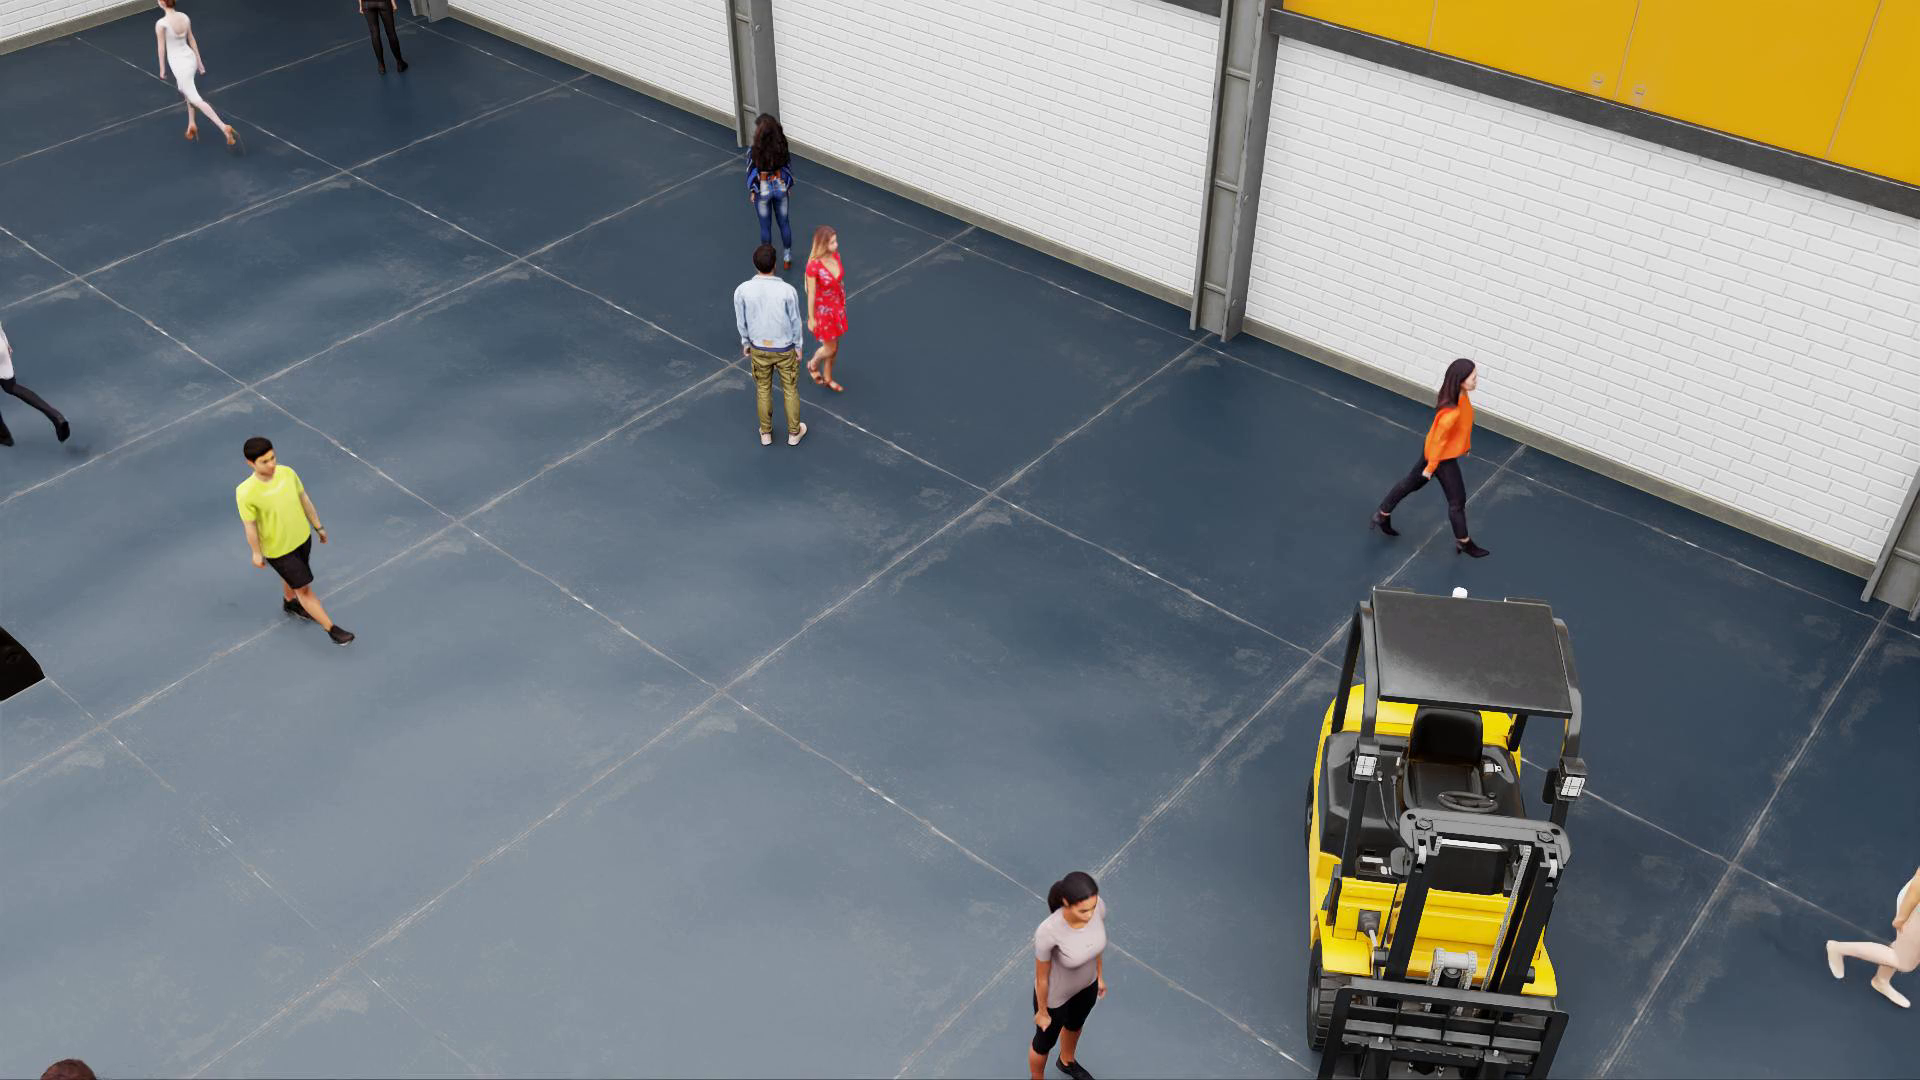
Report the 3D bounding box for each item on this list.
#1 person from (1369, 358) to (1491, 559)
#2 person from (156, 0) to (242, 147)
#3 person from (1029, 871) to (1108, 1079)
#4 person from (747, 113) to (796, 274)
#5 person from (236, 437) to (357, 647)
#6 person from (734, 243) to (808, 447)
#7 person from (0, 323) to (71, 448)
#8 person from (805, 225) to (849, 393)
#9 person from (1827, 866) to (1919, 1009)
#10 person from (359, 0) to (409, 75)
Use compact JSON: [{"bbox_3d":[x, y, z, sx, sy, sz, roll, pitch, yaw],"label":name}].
[{"bbox_3d":[3.488,-0.624,12.394,1.222,1.694,0.931,11,40,13],"label":"person"},{"bbox_3d":[-8.238,-5.010,17.837,1.155,1.755,0.773,16,41,19],"label":"person"},{"bbox_3d":[0.550,2.326,8.658,0.649,1.747,0.610,-25,45,-28],"label":"person"},{"bbox_3d":[-1.797,-3.308,15.825,0.694,1.606,0.712,-12,40,-14],"label":"person"},{"bbox_3d":[-4.786,-0.028,11.674,1.101,1.663,0.771,19,42,22],"label":"person"},{"bbox_3d":[-1.517,-1.570,13.485,0.721,1.812,0.821,2,39,3],"label":"person"},{"bbox_3d":[-7.761,-1.472,13.388,1.168,1.781,0.915,10,40,12],"label":"person"},{"bbox_3d":[-1.202,-1.980,14.183,0.697,1.581,0.598,25,45,28],"label":"person"},{"bbox_3d":[5.250,1.965,9.204,0.623,1.631,0.759,-28,46,-30],"label":"person"},{"bbox_3d":[-6.865,-6.312,19.559,0.654,1.642,0.692,-7,39,-8],"label":"person"}]
